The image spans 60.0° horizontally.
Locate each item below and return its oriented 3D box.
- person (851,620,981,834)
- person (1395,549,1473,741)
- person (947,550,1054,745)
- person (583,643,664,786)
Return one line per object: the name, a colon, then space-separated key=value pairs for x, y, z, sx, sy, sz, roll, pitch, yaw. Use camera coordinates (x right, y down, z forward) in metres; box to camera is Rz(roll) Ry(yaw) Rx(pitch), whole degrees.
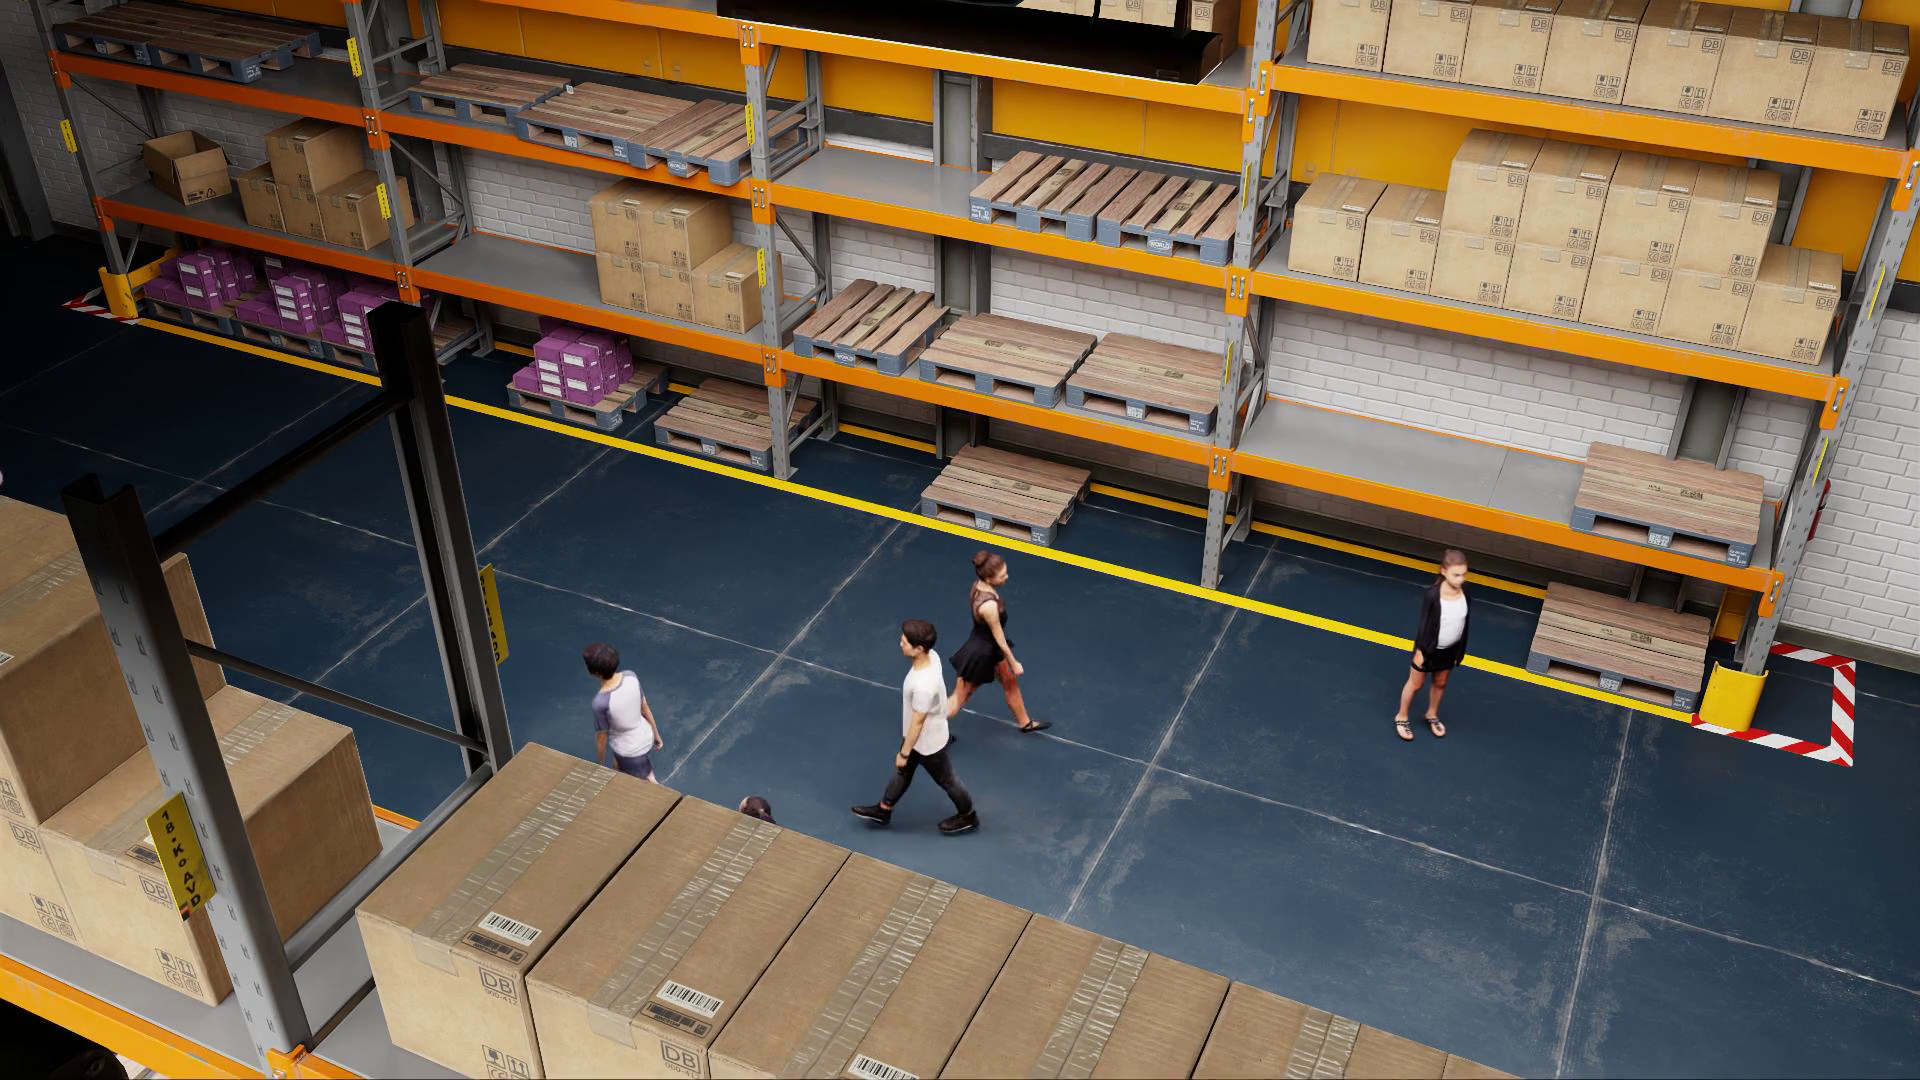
person: x=-0.137 y=1.245 z=10.695 sx=1.183 sy=1.678 sz=0.982 roll=-2 pitch=34 yaw=-4
person: x=3.327 y=0.714 z=11.606 sx=0.606 sy=1.553 sz=0.682 roll=-5 pitch=34 yaw=-7
person: x=0.077 y=0.805 z=11.404 sx=1.203 sy=1.626 sz=0.906 roll=-2 pitch=34 yaw=-4
person: x=-2.044 y=1.348 z=10.703 sx=1.093 sy=1.496 sz=0.590 roll=15 pitch=36 yaw=21
